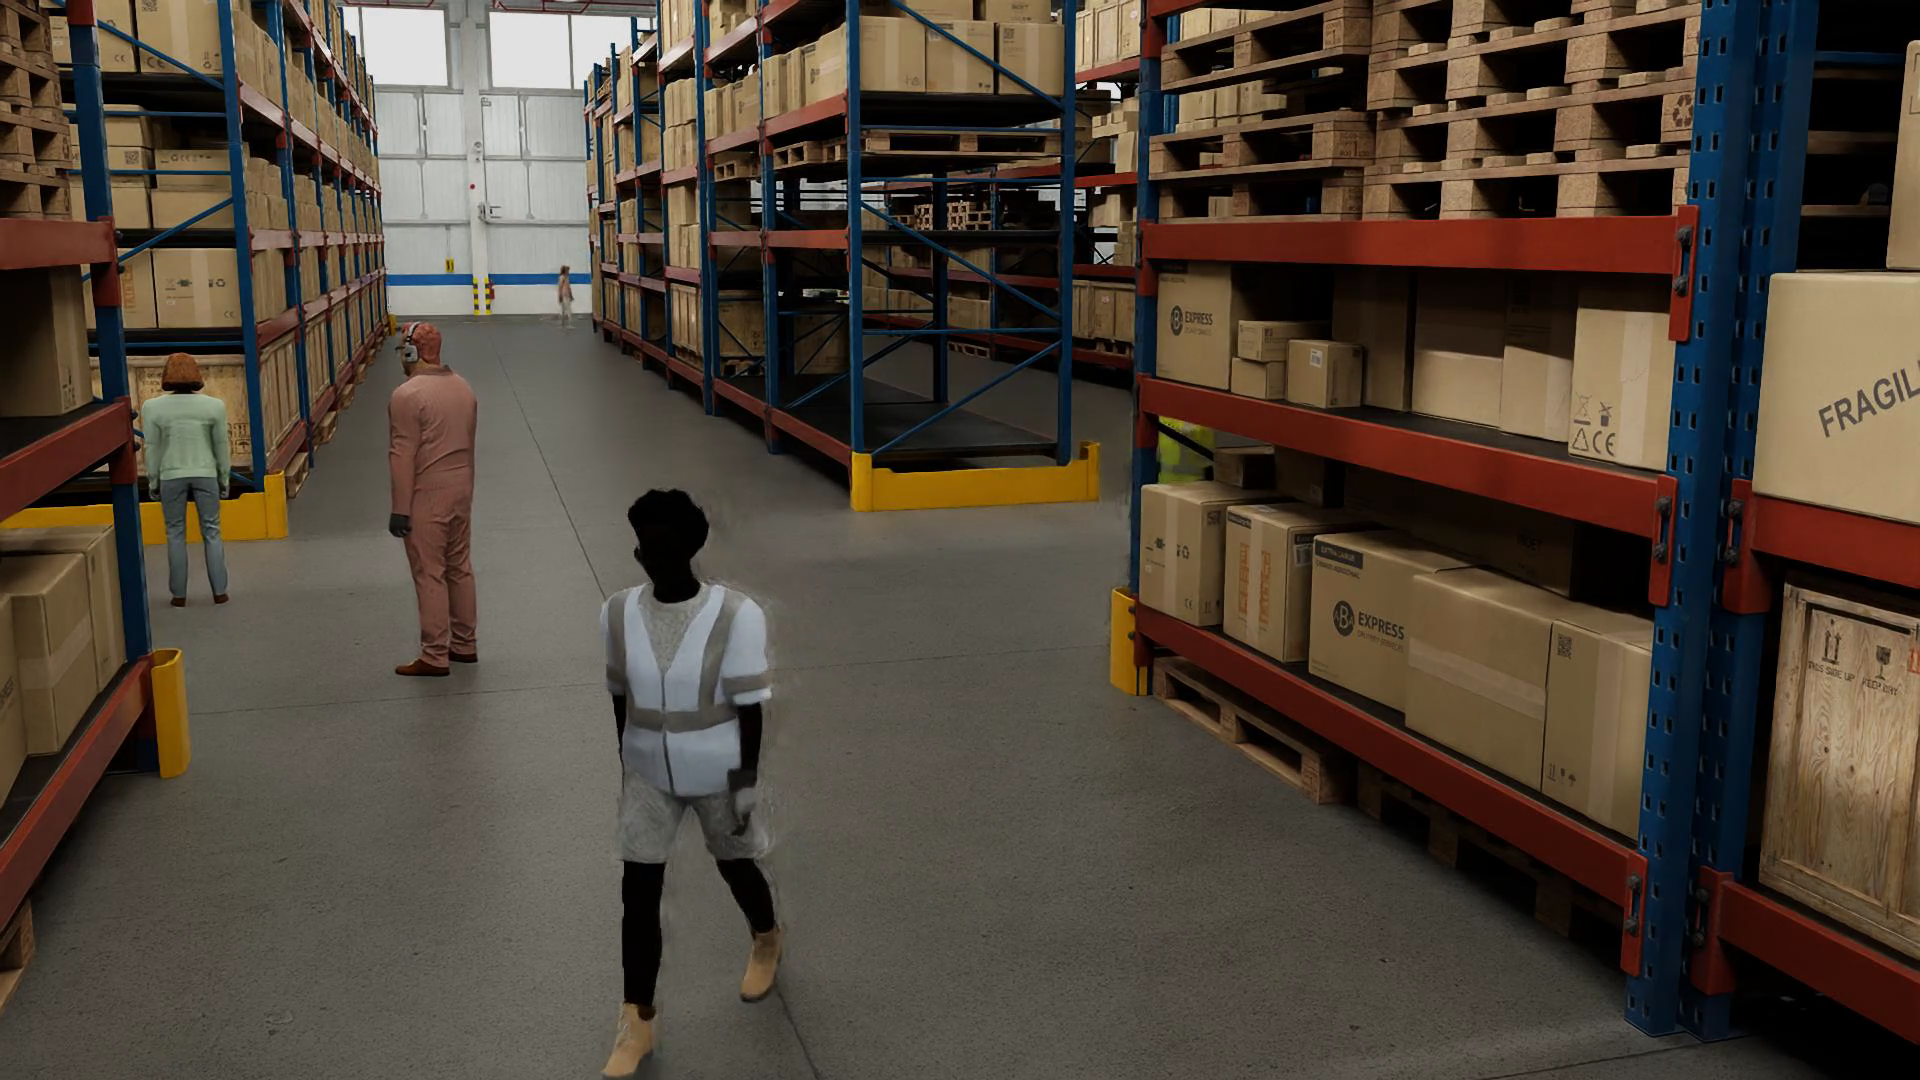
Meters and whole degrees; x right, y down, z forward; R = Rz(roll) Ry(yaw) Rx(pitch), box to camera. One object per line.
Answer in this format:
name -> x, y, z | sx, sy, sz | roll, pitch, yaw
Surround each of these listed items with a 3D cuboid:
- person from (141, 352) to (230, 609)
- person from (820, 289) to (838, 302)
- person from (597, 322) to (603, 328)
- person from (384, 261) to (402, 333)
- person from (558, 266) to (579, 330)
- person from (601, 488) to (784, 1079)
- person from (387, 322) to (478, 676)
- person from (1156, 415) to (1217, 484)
person -> -4.900, -0.376, 10.577 | 0.494, 1.624, 0.279 | -6, 12, -30
person -> -3.458, -6.514, 43.317 | 0.636, 1.951, 0.825 | 7, 13, 35
person -> -8.709, -6.222, 41.832 | 0.919, 1.916, 0.601 | -3, 11, -15
person -> -14.034, -5.938, 40.653 | 0.909, 1.763, 0.624 | -3, 11, -16
person -> -9.917, -6.130, 42.152 | 0.707, 1.613, 0.520 | 0, 10, 1
person -> -0.773, 0.651, 4.857 | 0.532, 1.659, 0.825 | 2, 11, 13
person -> -2.862, -0.222, 8.986 | 0.399, 1.900, 0.645 | 3, 11, 16
person -> 1.235, -0.222, 9.604 | 0.802, 1.670, 0.525 | -4, 11, -21
